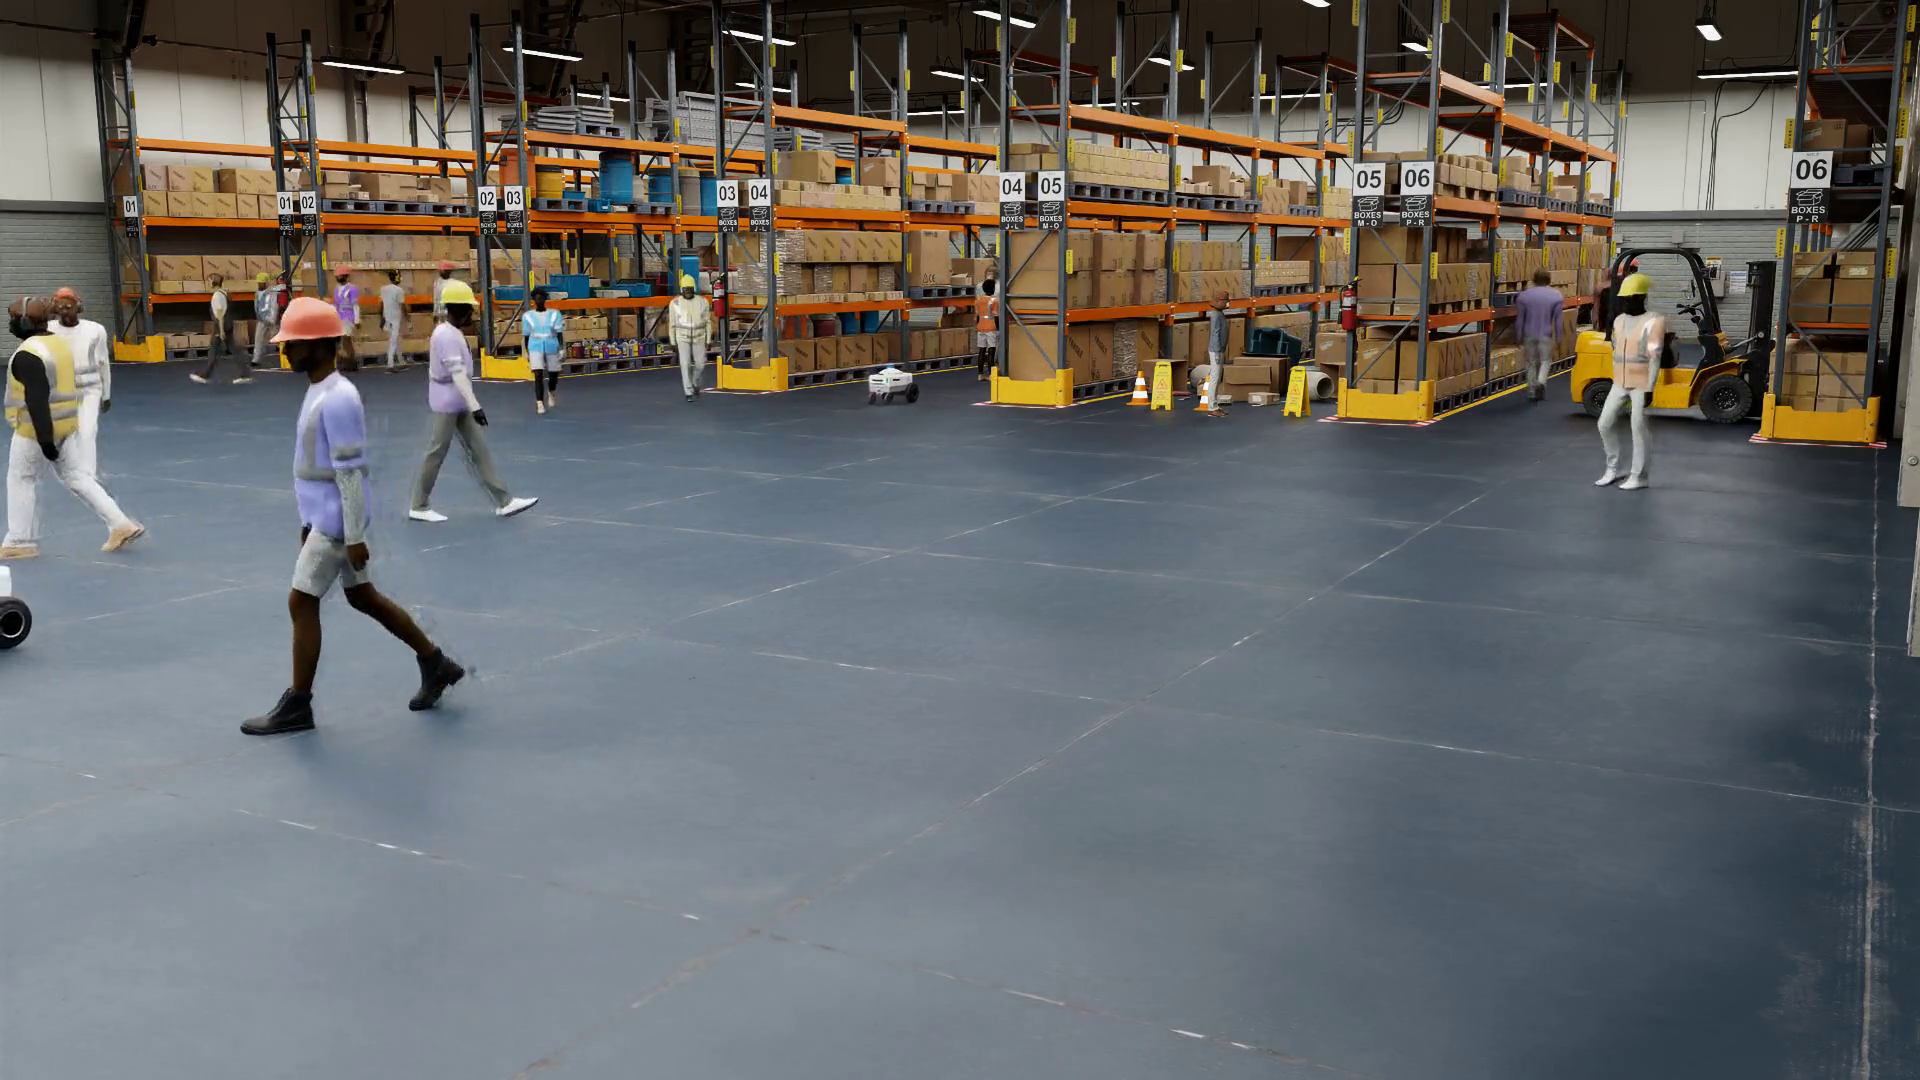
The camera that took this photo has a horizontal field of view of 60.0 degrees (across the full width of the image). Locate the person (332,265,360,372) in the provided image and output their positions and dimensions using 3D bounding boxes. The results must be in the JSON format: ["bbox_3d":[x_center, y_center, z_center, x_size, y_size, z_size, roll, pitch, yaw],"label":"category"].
[{"bbox_3d":[-11.023,-3.948,29.732,0.562,1.917,0.607,8,12,38],"label":"person"}]

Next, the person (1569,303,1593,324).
[{"bbox_3d":[13.384,-5.046,35.780,0.544,2.000,0.692,7,12,35],"label":"person"}]

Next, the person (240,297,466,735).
[{"bbox_3d":[-2.686,-0.117,7.342,0.937,1.908,0.554,-4,11,-23],"label":"person"}]

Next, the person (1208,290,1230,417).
[{"bbox_3d":[3.361,-2.416,21.575,0.281,1.633,0.500,3,10,16],"label":"person"}]

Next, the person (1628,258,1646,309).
[{"bbox_3d":[12.955,-4.439,32.231,0.615,2.038,0.395,5,11,27],"label":"person"}]

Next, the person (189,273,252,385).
[{"bbox_3d":[-11.974,-3.404,26.867,0.969,1.798,0.527,-1,10,-4],"label":"person"}]

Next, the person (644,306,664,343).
[{"bbox_3d":[-6.397,-4.556,34.229,0.530,1.580,0.873,5,11,28],"label":"person"}]

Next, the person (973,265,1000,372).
[{"bbox_3d":[0.603,-4.012,30.104,0.636,1.916,0.755,6,11,31],"label":"person"}]

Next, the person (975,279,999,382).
[{"bbox_3d":[0.475,-3.448,27.431,0.317,1.696,0.539,-8,13,-40],"label":"person"}]

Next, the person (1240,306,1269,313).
[{"bbox_3d":[6.341,-4.940,35.803,0.643,1.832,0.435,5,11,28],"label":"person"}]

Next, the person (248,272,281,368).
[{"bbox_3d":[-12.933,-4.129,31.203,0.594,1.789,0.860,5,11,25],"label":"person"}]

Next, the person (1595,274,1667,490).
[{"bbox_3d":[5.934,-1.383,14.721,0.522,1.911,0.599,-5,11,-27],"label":"person"}]

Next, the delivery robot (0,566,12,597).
[{"bbox_3d":[-5.322,0.288,8.625,0.477,0.478,0.707,4,10,22],"label":"delivery robot"}]

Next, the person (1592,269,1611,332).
[{"bbox_3d":[11.834,-3.997,30.207,0.641,1.852,1.043,5,11,29],"label":"person"}]

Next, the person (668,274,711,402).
[{"bbox_3d":[-3.846,-2.869,23.688,0.612,1.813,0.423,-2,10,-14],"label":"person"}]

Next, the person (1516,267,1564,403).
[{"bbox_3d":[8.116,-2.859,23.341,0.629,1.925,0.481,5,11,25],"label":"person"}]

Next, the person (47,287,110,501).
[{"bbox_3d":[-7.676,-1.281,14.419,0.587,1.831,0.966,-4,11,-24],"label":"person"}]

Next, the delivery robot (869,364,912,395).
[{"bbox_3d":[-0.974,-2.243,23.442,0.477,0.478,0.707,6,11,30],"label":"delivery robot"}]

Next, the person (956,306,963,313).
[{"bbox_3d":[0.131,-5.540,39.590,0.527,1.727,0.866,4,11,23],"label":"person"}]

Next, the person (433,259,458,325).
[{"bbox_3d":[-9.621,-4.284,31.383,0.622,2.028,0.785,6,11,30],"label":"person"}]

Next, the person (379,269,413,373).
[{"bbox_3d":[-10.015,-3.915,29.741,0.577,1.837,0.848,5,11,29],"label":"person"}]

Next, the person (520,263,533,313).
[{"bbox_3d":[-10.060,-5.537,38.823,0.631,1.977,0.423,8,12,38],"label":"person"}]

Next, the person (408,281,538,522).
[{"bbox_3d":[-3.872,-1.065,12.971,1.002,1.871,0.589,-1,10,-3],"label":"person"}]

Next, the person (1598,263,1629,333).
[{"bbox_3d":[9.945,-3.197,25.219,0.616,1.955,0.955,6,12,33],"label":"person"}]

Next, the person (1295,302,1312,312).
[{"bbox_3d":[7.794,-5.274,37.789,0.483,1.806,0.625,-3,10,-18],"label":"person"}]

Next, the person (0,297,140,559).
[{"bbox_3d":[-6.220,-0.763,11.428,0.924,1.813,0.615,-1,10,-4],"label":"person"}]

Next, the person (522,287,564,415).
[{"bbox_3d":[-5.520,-2.514,22.021,0.537,1.674,0.647,-3,10,-17],"label":"person"}]

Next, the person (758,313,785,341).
[{"bbox_3d":[-3.214,-3.685,28.732,0.494,1.723,0.638,5,11,28],"label":"person"}]
